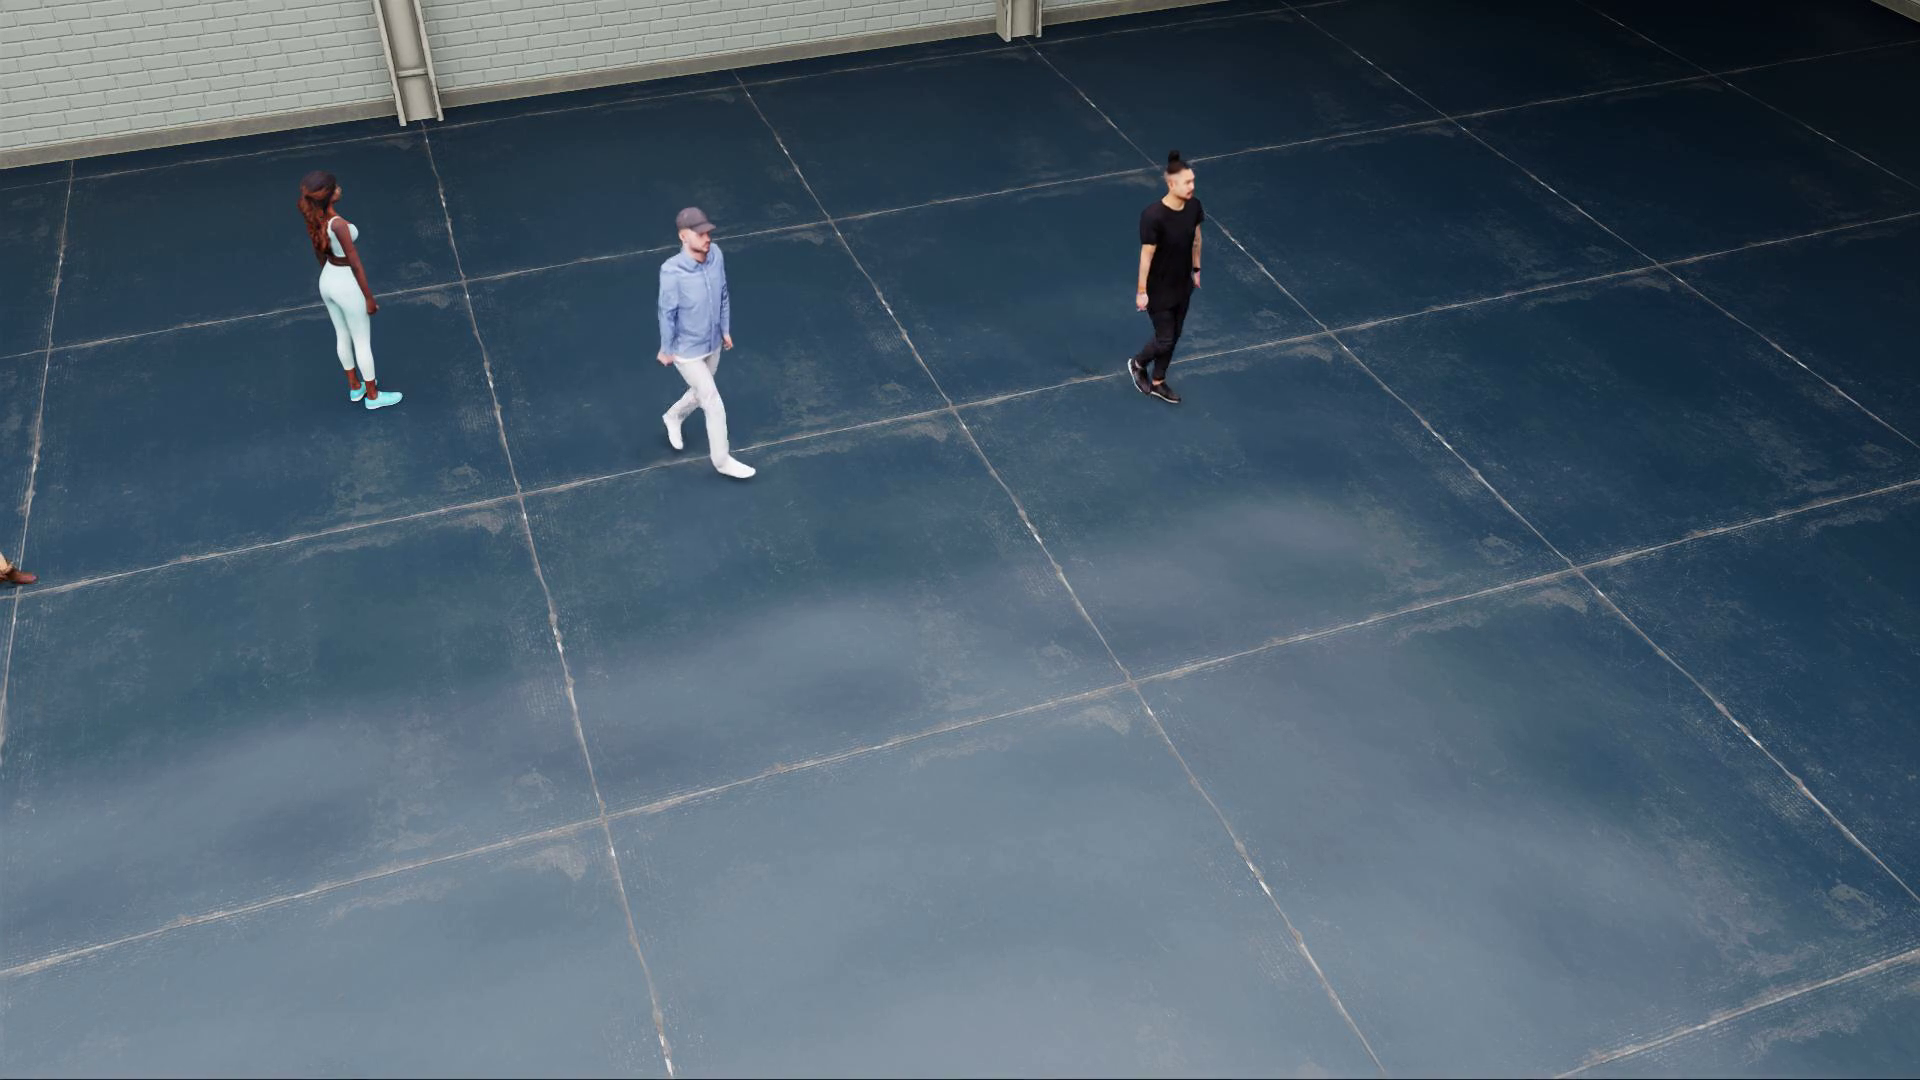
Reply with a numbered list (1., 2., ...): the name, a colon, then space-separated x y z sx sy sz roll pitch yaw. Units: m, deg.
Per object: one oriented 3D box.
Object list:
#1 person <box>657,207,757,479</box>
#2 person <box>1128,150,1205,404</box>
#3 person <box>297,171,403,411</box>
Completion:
1. person: -1.734 -1.283 10.597 1.098 1.854 1.121 28 46 31
2. person: 1.341 -1.774 11.225 0.750 1.853 0.860 -28 46 -31
3. person: -4.151 -1.682 11.211 0.652 1.725 0.689 23 44 26
